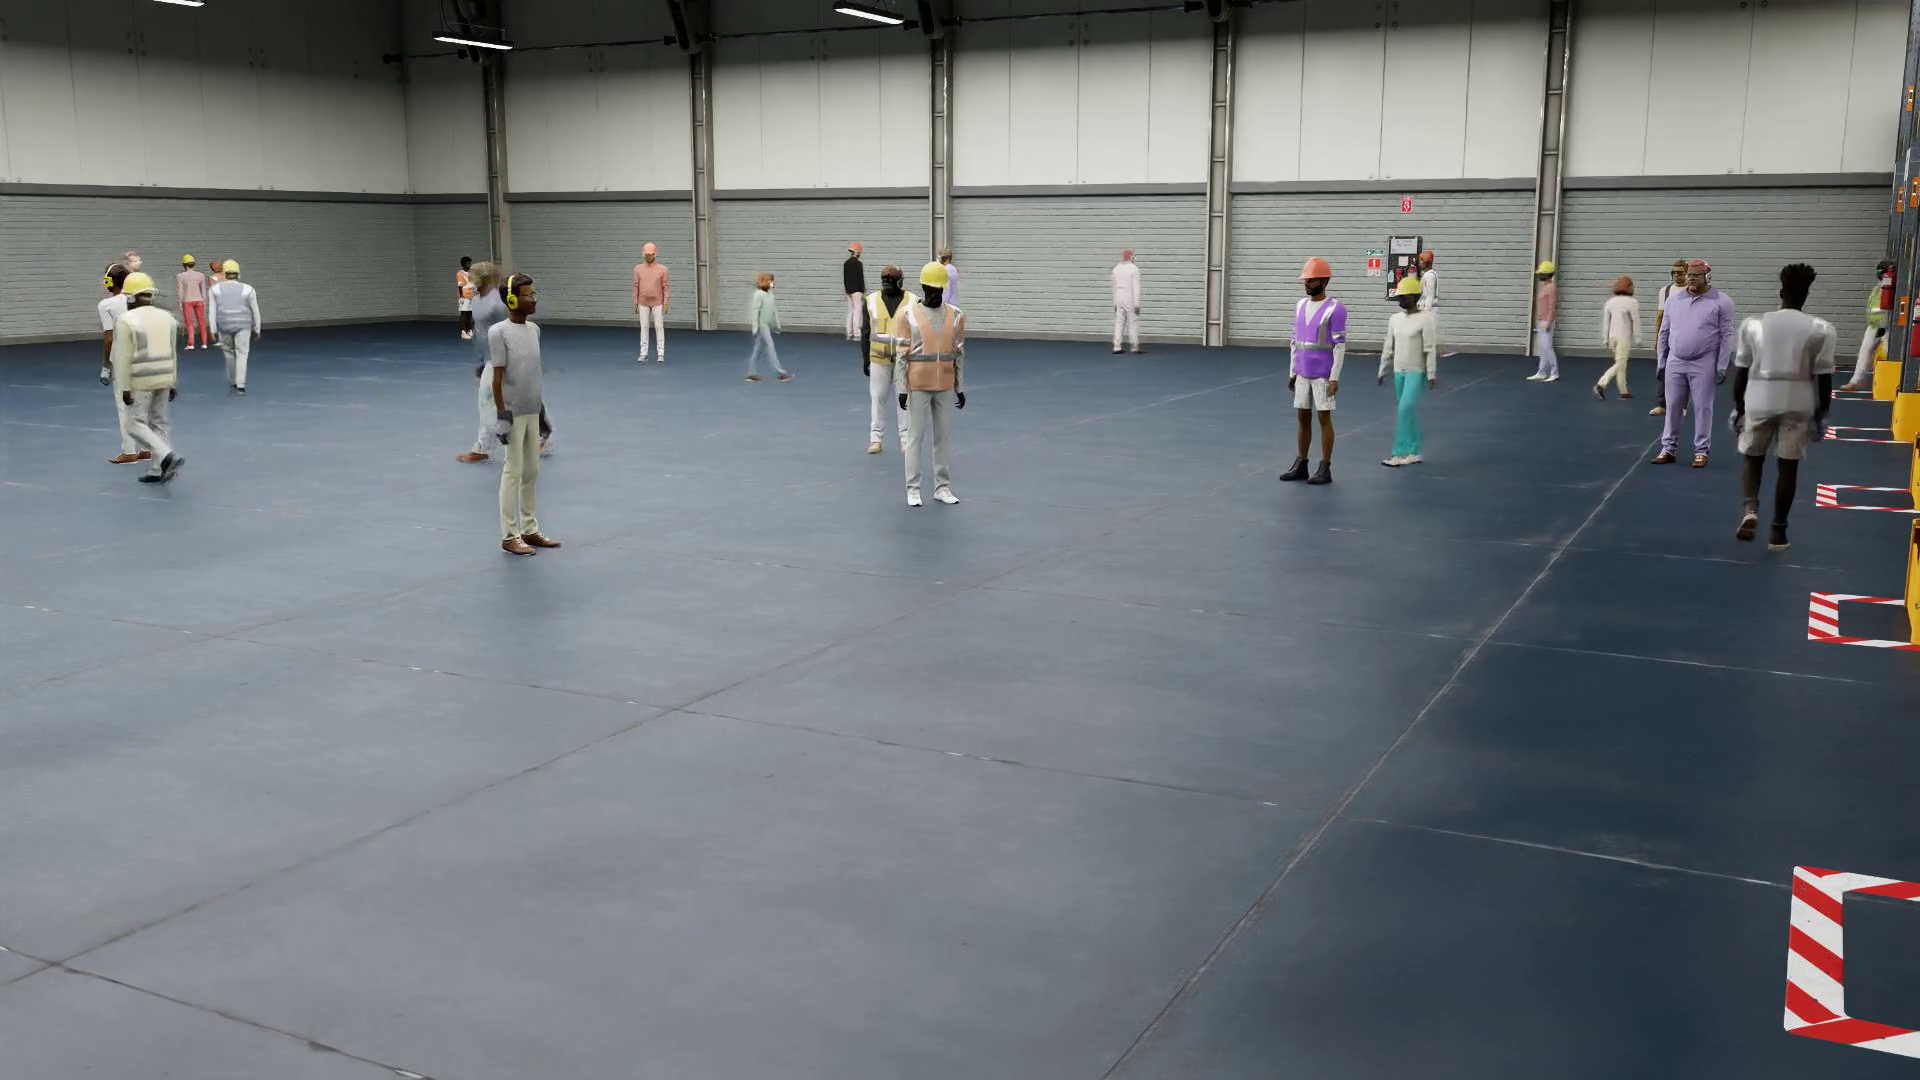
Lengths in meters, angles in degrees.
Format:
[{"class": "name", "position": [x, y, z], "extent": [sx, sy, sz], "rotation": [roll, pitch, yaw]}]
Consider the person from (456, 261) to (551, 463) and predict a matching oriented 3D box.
[{"class": "person", "position": [-4.319, -1.688, 15.770], "extent": [0.931, 1.900, 0.628], "rotation": [-7, 12, -33]}]

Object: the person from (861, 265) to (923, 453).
[{"class": "person", "position": [-0.655, -1.759, 16.281], "extent": [0.624, 1.841, 0.430], "rotation": [0, 10, 1]}]

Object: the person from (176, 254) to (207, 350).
[{"class": "person", "position": [-14.316, -4.424, 31.001], "extent": [0.306, 1.772, 0.525], "rotation": [9, 14, 40]}]

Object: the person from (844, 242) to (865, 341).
[{"class": "person", "position": [-2.118, -5.041, 33.753], "extent": [0.398, 1.991, 0.621], "rotation": [-7, 13, -35]}]

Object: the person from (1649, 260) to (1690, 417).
[{"class": "person", "position": [8.434, -2.367, 19.572], "extent": [0.514, 1.844, 0.328], "rotation": [9, 14, 41]}]

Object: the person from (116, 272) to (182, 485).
[{"class": "person", "position": [-6.823, -1.341, 14.056], "extent": [0.542, 1.821, 0.594], "rotation": [4, 11, 21]}]

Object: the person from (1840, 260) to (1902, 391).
[{"class": "person", "position": [12.642, -2.919, 22.703], "extent": [0.919, 1.803, 0.616], "rotation": [0, 10, -2]}]

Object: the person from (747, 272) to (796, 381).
[{"class": "person", "position": [-2.761, -3.087, 24.172], "extent": [0.839, 1.583, 0.524], "rotation": [3, 11, 16]}]

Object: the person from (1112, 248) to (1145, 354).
[{"class": "person", "position": [3.033, -4.291, 29.934], "extent": [0.417, 1.912, 0.647], "rotation": [-9, 14, -40]}]

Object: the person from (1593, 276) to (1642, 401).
[{"class": "person", "position": [8.491, -2.598, 21.463], "extent": [0.757, 1.608, 0.499], "rotation": [-4, 11, -21]}]

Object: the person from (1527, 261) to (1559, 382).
[{"class": "person", "position": [8.604, -3.193, 24.384], "extent": [0.406, 1.746, 0.569], "rotation": [0, 10, 1]}]

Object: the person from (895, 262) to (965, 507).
[{"class": "person", "position": [-0.221, -1.230, 13.159], "extent": [0.586, 1.924, 0.370], "rotation": [-5, 11, -24]}]

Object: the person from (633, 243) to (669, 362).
[{"class": "person", "position": [-5.221, -4.007, 28.101], "extent": [0.612, 1.997, 0.376], "rotation": [0, 10, 2]}]

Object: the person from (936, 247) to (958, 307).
[{"class": "person", "position": [-0.210, -3.612, 26.103], "extent": [0.355, 1.938, 0.637], "rotation": [2, 11, 12]}]

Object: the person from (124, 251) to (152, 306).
[{"class": "person", "position": [-12.395, -3.378, 24.958], "extent": [0.532, 1.889, 0.670], "rotation": [2, 11, 11]}]

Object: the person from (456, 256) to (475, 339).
[{"class": "person", "position": [-10.158, -4.985, 34.255], "extent": [0.318, 1.697, 0.533], "rotation": [2, 11, 13]}]

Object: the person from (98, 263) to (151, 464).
[{"class": "person", "position": [-7.826, -1.642, 15.584], "extent": [0.328, 1.862, 0.512], "rotation": [4, 11, 21]}]

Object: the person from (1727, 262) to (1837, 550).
[{"class": "person", "position": [5.544, -0.894, 11.248], "extent": [0.637, 1.947, 0.460], "rotation": [6, 12, 31]}]

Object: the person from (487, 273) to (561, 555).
[{"class": "person", "position": [-2.936, -0.844, 11.186], "extent": [0.321, 1.876, 0.532], "rotation": [4, 11, 20]}]

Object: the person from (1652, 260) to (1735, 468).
[{"class": "person", "position": [6.746, -1.623, 15.348], "extent": [0.654, 1.906, 0.406], "rotation": [9, 14, 42]}]

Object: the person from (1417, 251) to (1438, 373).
[{"class": "person", "position": [7.202, -3.512, 25.702], "extent": [0.355, 1.887, 0.573], "rotation": [3, 11, 14]}]

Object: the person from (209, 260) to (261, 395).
[{"class": "person", "position": [-9.777, -2.871, 22.467], "extent": [0.619, 1.783, 0.940], "rotation": [-3, 11, -17]}]

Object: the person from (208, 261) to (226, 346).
[{"class": "person", "position": [-14.281, -4.561, 32.108], "extent": [0.315, 1.636, 0.515], "rotation": [3, 11, 17]}]

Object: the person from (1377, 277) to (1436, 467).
[{"class": "person", "position": [4.049, -1.531, 15.303], "extent": [0.762, 1.737, 0.541], "rotation": [-6, 12, -31]}]

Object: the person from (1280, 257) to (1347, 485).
[{"class": "person", "position": [3.039, -1.445, 14.292], "extent": [0.365, 1.939, 0.542], "rotation": [-8, 13, -37]}]
